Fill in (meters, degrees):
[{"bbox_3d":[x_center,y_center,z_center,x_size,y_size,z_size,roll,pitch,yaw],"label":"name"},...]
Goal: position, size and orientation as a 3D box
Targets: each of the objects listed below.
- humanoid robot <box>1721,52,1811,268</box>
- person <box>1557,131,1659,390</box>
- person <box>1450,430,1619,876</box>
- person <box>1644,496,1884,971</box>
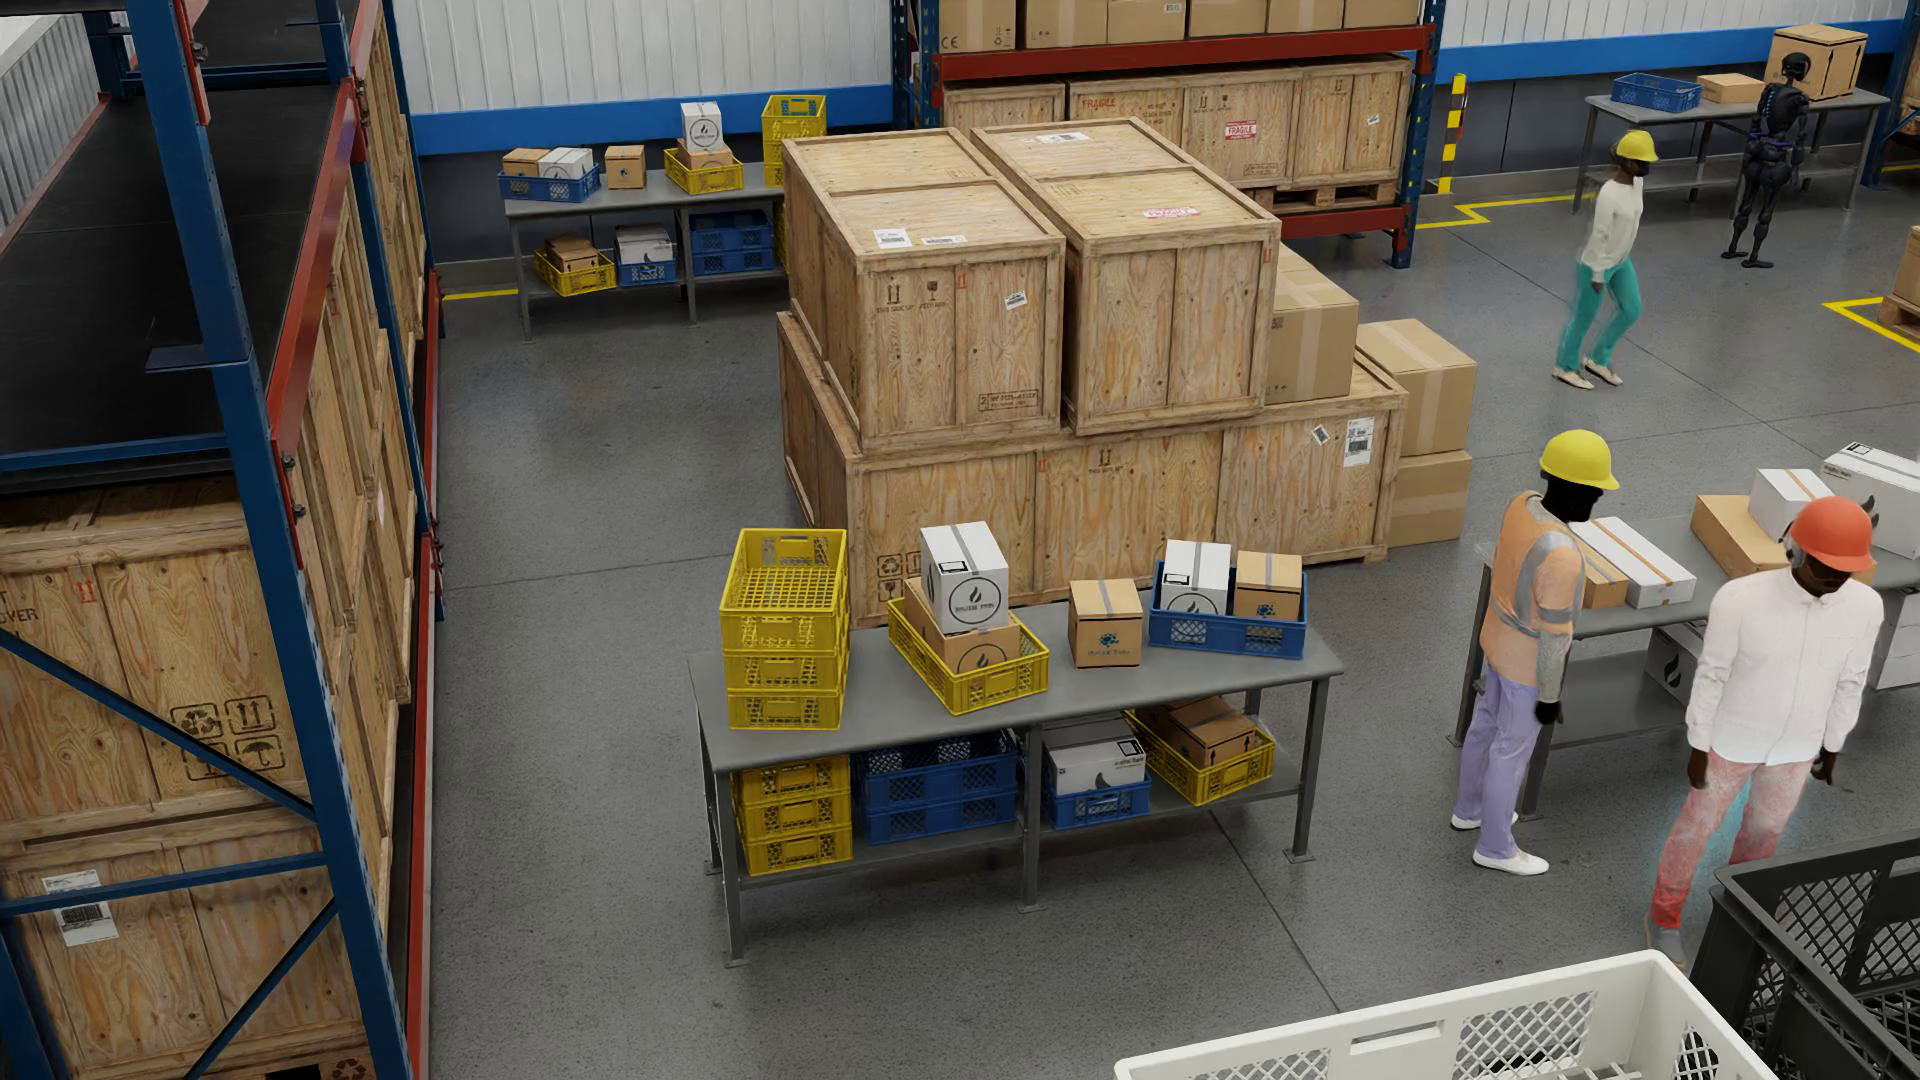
[{"bbox_3d":[6.375,-2.993,13.075,0.320,1.657,0.611,-7,30,-13],"label":"humanoid robot"},{"bbox_3d":[4.262,-1.788,10.817,0.554,1.749,0.526,-25,37,-37],"label":"person"},{"bbox_3d":[2.259,0.444,6.597,0.379,1.923,0.587,-1,29,-1],"label":"person"},{"bbox_3d":[2.919,0.724,6.024,0.610,1.991,0.399,1,29,1],"label":"person"}]
